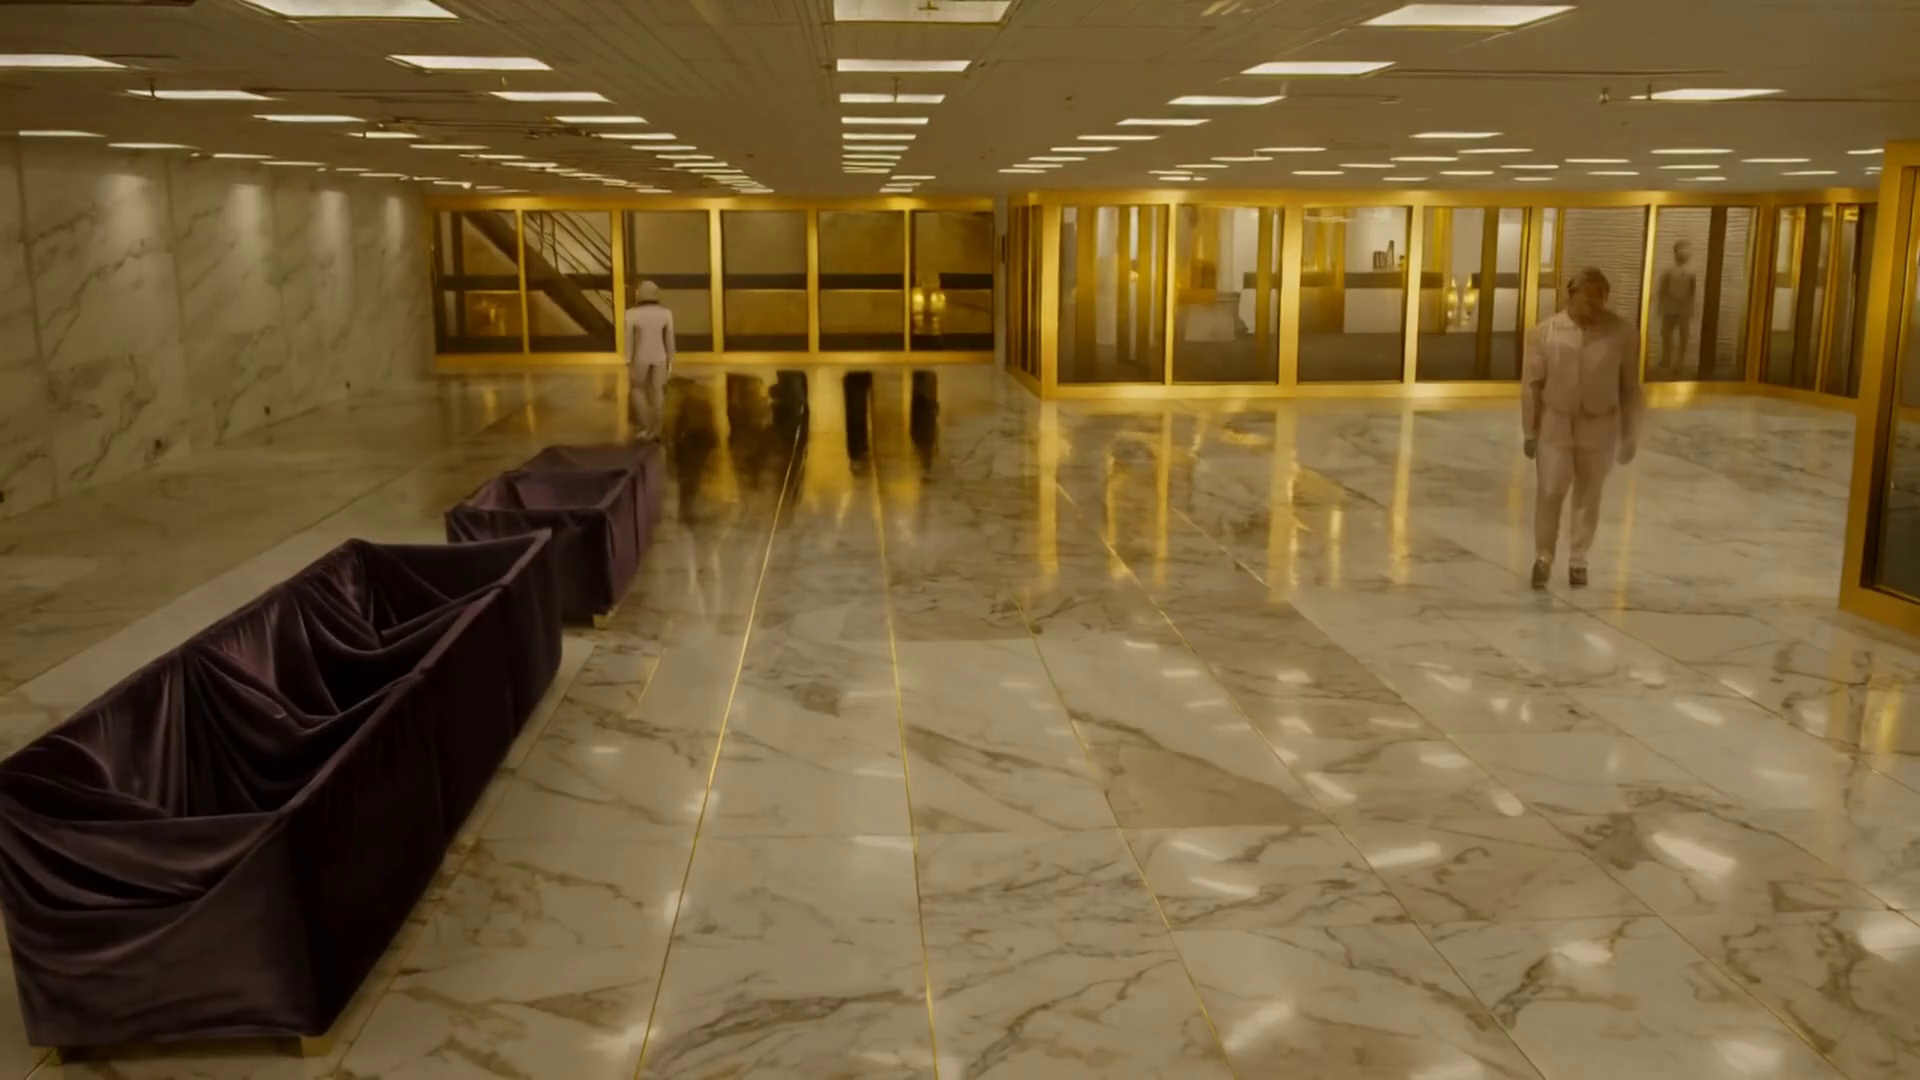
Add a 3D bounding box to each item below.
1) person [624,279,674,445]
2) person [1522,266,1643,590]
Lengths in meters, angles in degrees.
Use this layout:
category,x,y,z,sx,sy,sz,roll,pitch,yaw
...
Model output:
category,x,y,z,sx,sy,sz,roll,pitch,yaw
person,-3.094,-1.759,16.441,0.535,1.612,0.606,-6,12,-28
person,3.606,-0.632,9.660,0.647,1.889,0.582,3,11,15
